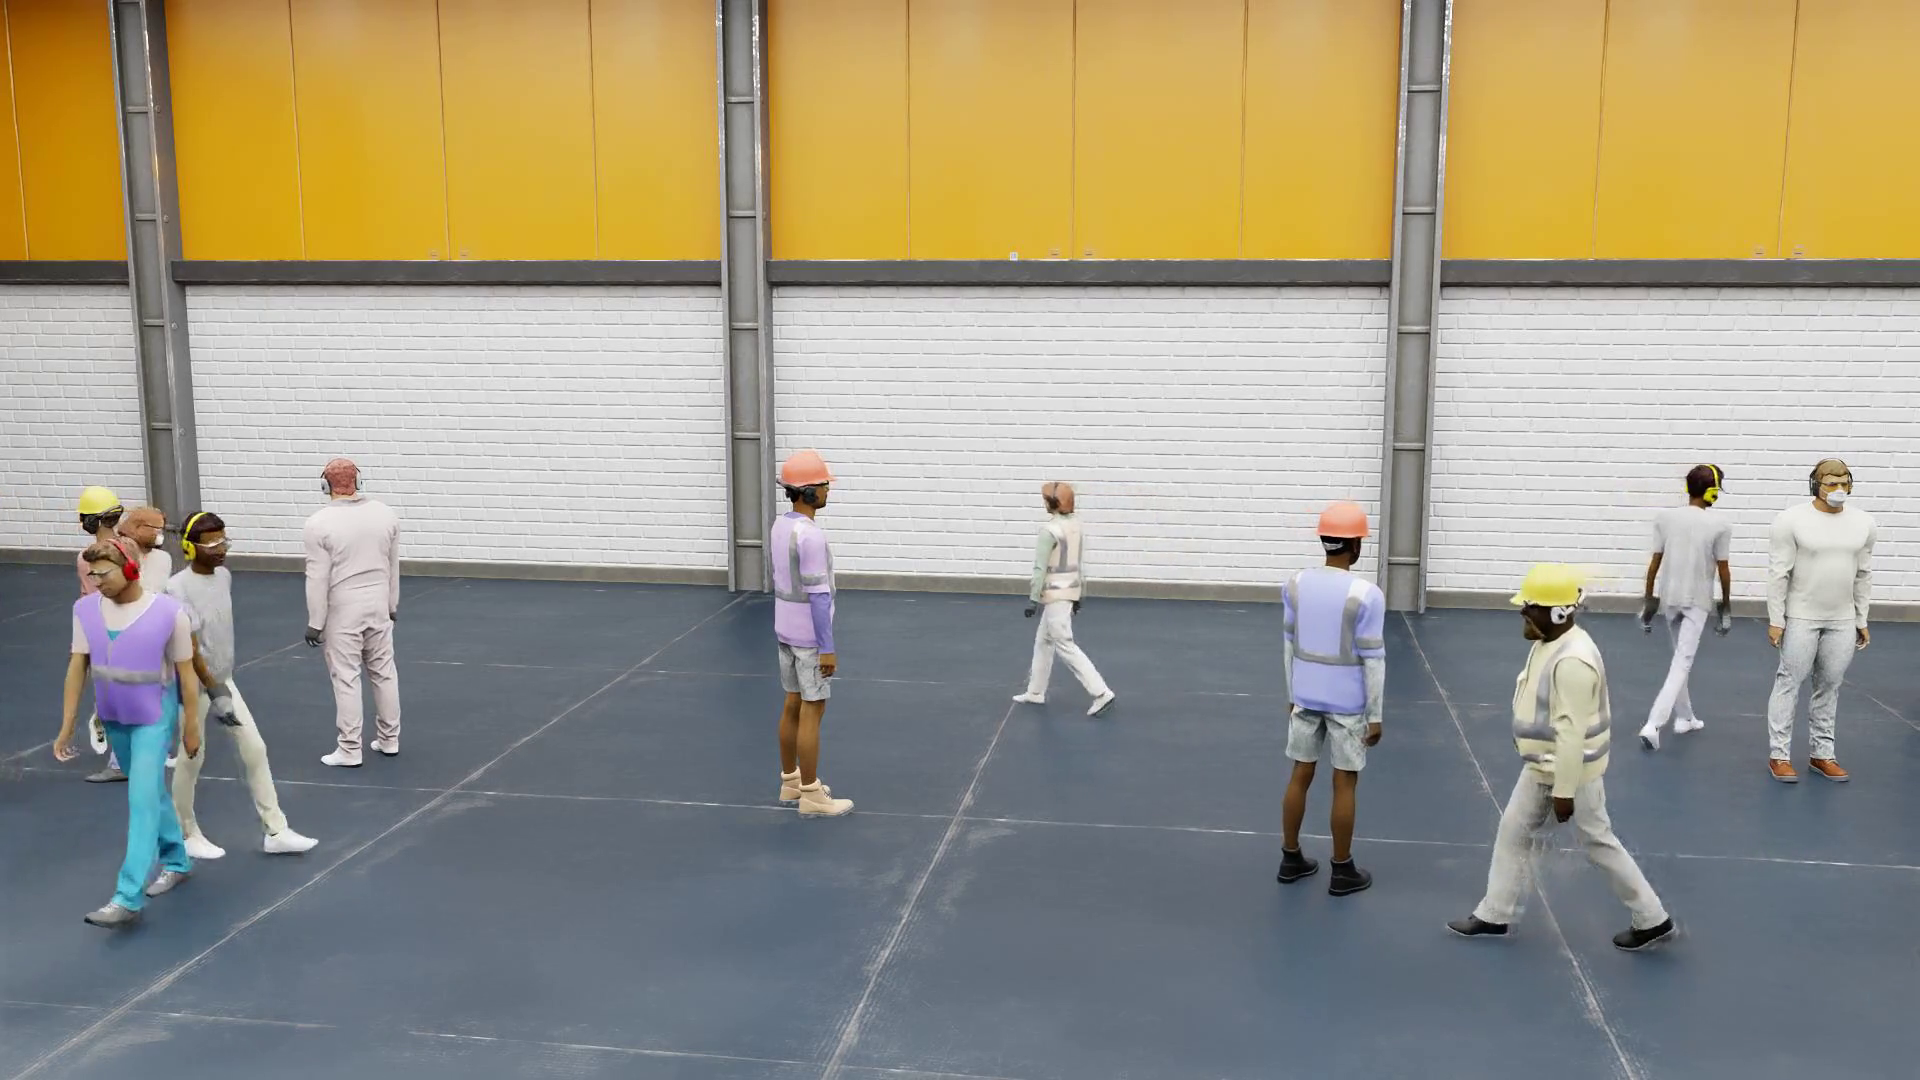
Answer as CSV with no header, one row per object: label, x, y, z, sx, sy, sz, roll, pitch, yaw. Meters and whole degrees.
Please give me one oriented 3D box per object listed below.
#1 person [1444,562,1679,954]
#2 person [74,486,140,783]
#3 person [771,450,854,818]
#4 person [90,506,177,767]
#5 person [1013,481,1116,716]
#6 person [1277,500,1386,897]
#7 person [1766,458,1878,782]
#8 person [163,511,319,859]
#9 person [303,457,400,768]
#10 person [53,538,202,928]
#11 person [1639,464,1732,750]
person,2.731,0.972,7.337,0.954,1.782,0.606,1,9,6
person,-5.061,0.557,9.905,0.310,1.769,0.525,1,9,4
person,-0.842,0.519,9.272,0.365,2.048,0.608,-5,10,-27
person,-5.081,0.585,10.203,0.625,1.610,0.528,5,10,26
person,0.727,0.397,11.387,0.807,1.608,0.513,5,10,26
person,1.827,0.766,8.111,0.542,1.932,0.372,8,12,41
person,5.101,0.476,9.879,0.630,1.940,0.372,0,9,-3
person,-3.719,0.763,8.445,0.890,1.826,0.515,3,10,15
person,-3.739,0.441,10.209,0.401,1.904,0.640,7,11,36
person,-3.922,0.892,7.782,0.555,1.790,0.931,2,9,14
person,4.617,0.420,10.622,0.952,1.824,0.533,-8,12,-40
